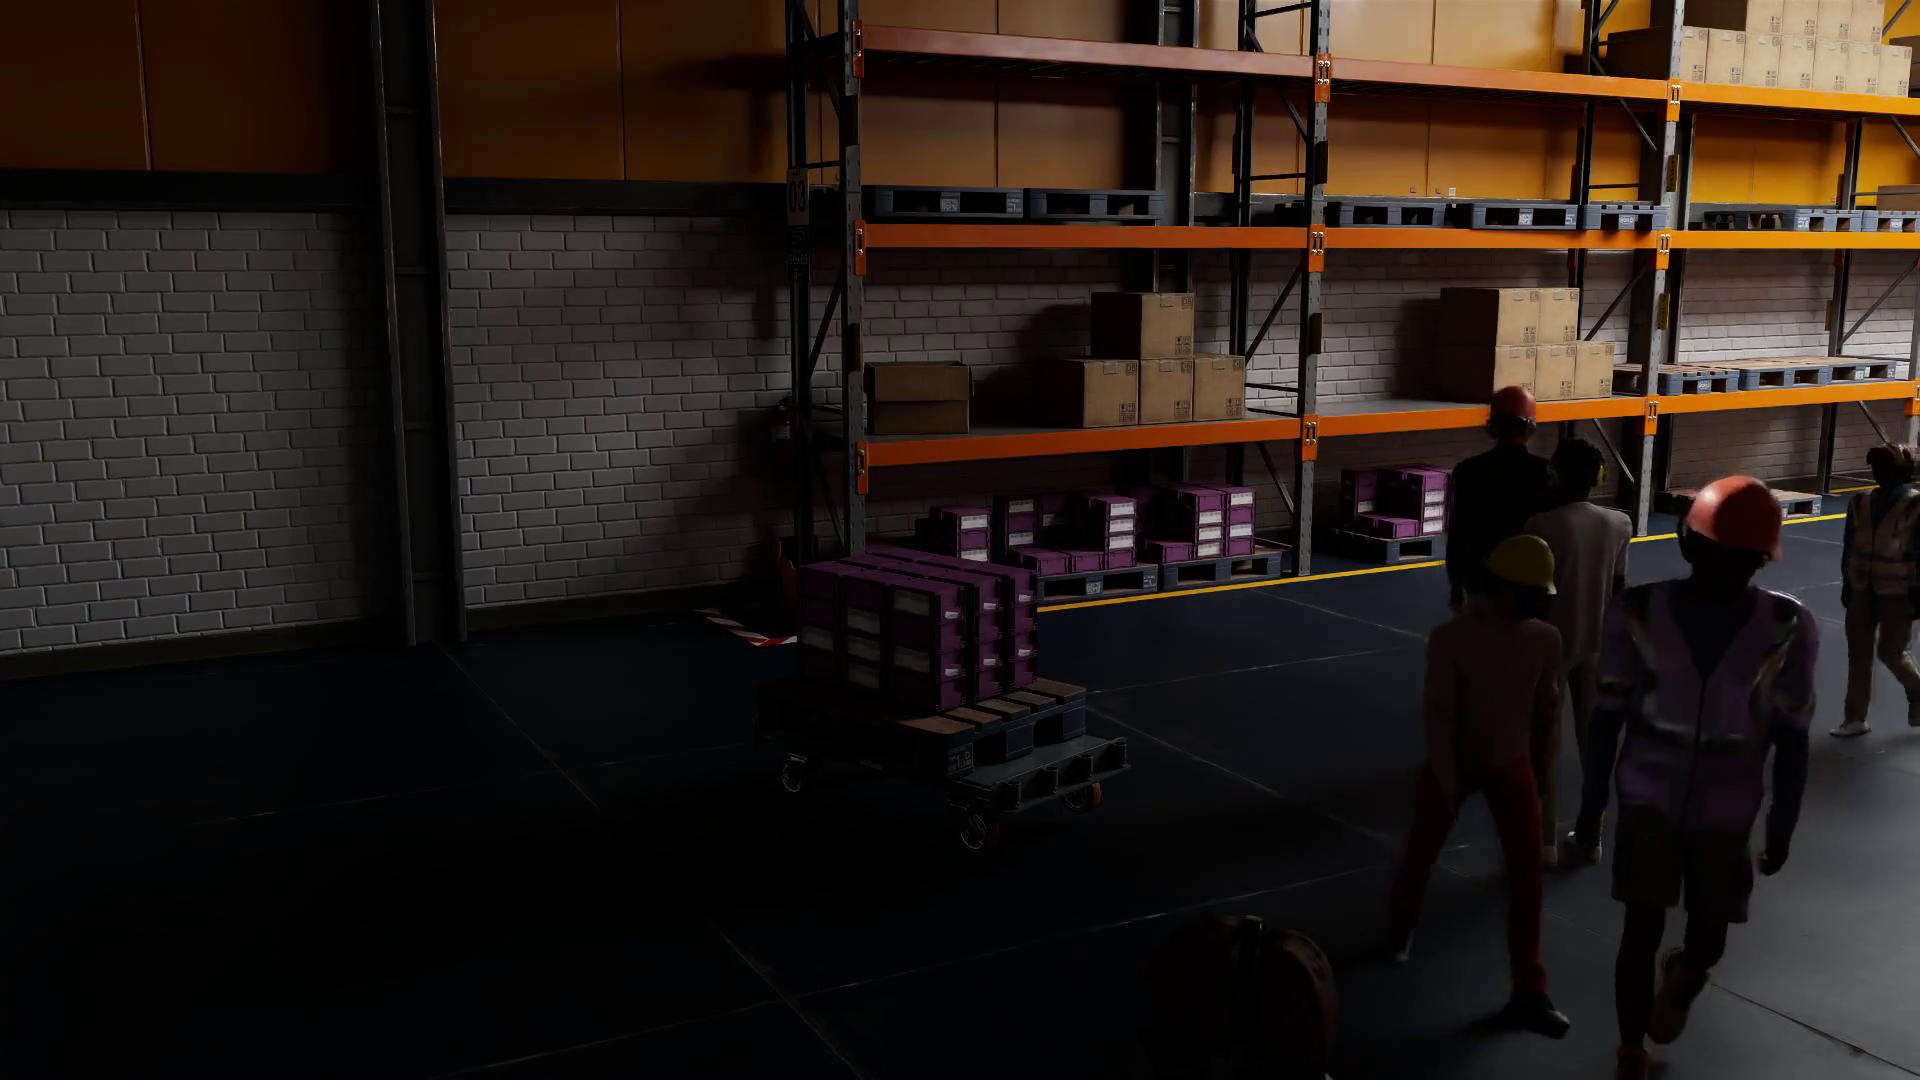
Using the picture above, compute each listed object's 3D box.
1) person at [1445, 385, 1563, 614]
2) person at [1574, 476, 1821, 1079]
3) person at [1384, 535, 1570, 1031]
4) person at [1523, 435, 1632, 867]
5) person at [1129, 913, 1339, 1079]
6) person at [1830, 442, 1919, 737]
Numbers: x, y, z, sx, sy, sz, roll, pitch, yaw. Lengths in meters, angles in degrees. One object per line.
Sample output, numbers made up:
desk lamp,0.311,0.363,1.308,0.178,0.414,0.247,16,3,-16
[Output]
person,2.732,0.212,8.411,0.633,1.973,0.581,9,13,41
person,2.242,0.767,5.113,0.636,2.010,0.721,4,11,24
person,1.847,0.791,5.907,0.548,1.695,0.823,-1,10,-6
person,2.620,0.481,7.180,0.532,1.865,0.310,-2,10,-11
person,0.340,1.364,2.162,0.430,1.845,0.619,1,10,8
person,5.036,0.274,9.033,0.488,1.627,0.530,-5,11,-25
